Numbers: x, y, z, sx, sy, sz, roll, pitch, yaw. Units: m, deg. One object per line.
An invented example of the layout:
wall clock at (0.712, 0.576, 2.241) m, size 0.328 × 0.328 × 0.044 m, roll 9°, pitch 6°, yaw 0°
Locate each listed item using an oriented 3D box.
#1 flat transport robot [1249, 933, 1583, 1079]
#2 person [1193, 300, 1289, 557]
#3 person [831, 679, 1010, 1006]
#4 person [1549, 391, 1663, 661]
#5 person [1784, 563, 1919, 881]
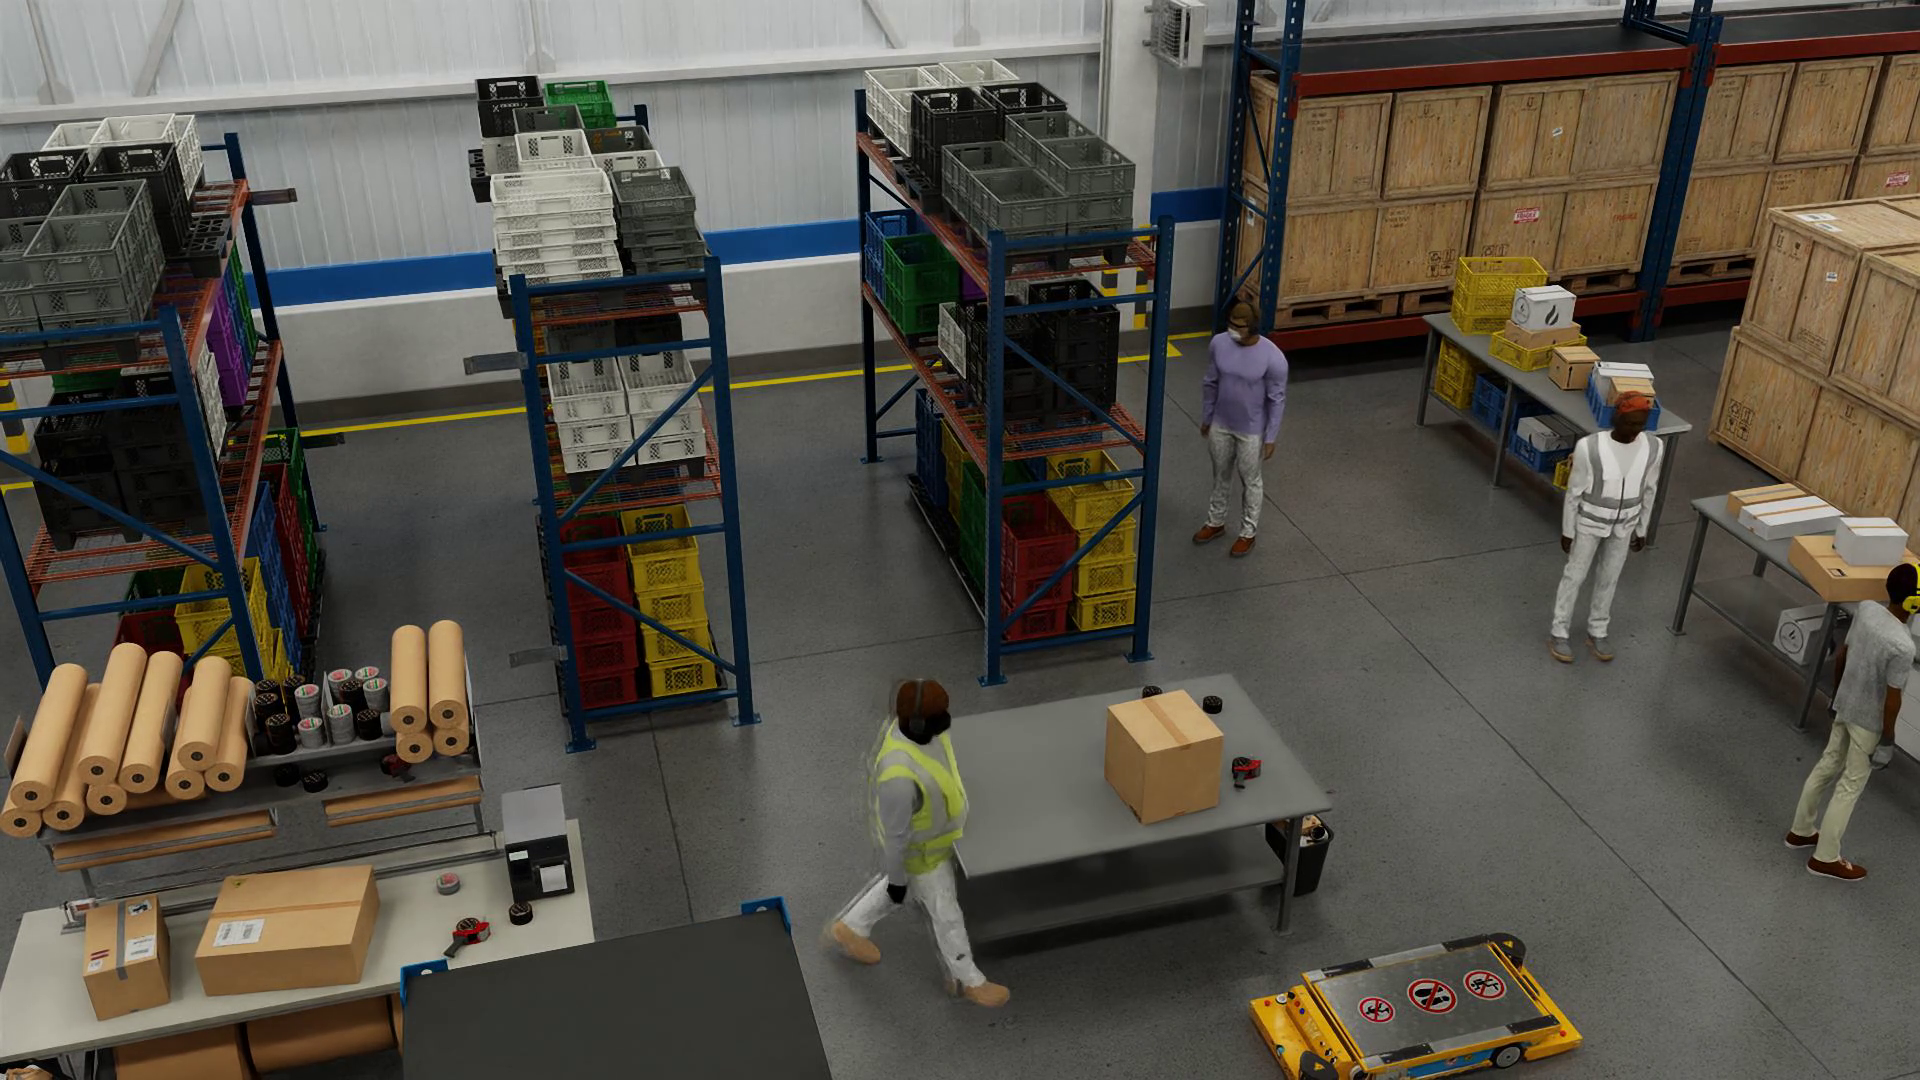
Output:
flat transport robot at (2.184, 2.282, 7.980) m, size 1.431 × 0.197 × 0.652 m, roll -8°, pitch 30°, yaw -14°
person at (1.999, -0.807, 11.884) m, size 0.631 × 1.936 × 0.362 m, roll 23°, pitch 36°, yaw 35°
person at (-0.223, 1.420, 7.974) m, size 0.922 × 1.805 × 0.637 m, roll 5°, pitch 29°, yaw 9°
person at (4.126, -0.085, 10.636) m, size 0.568 × 1.879 × 0.353 m, roll -1°, pitch 29°, yaw -2°
person at (4.771, 0.937, 8.781) m, size 0.310 × 1.868 × 0.533 m, roll -1°, pitch 29°, yaw -3°
